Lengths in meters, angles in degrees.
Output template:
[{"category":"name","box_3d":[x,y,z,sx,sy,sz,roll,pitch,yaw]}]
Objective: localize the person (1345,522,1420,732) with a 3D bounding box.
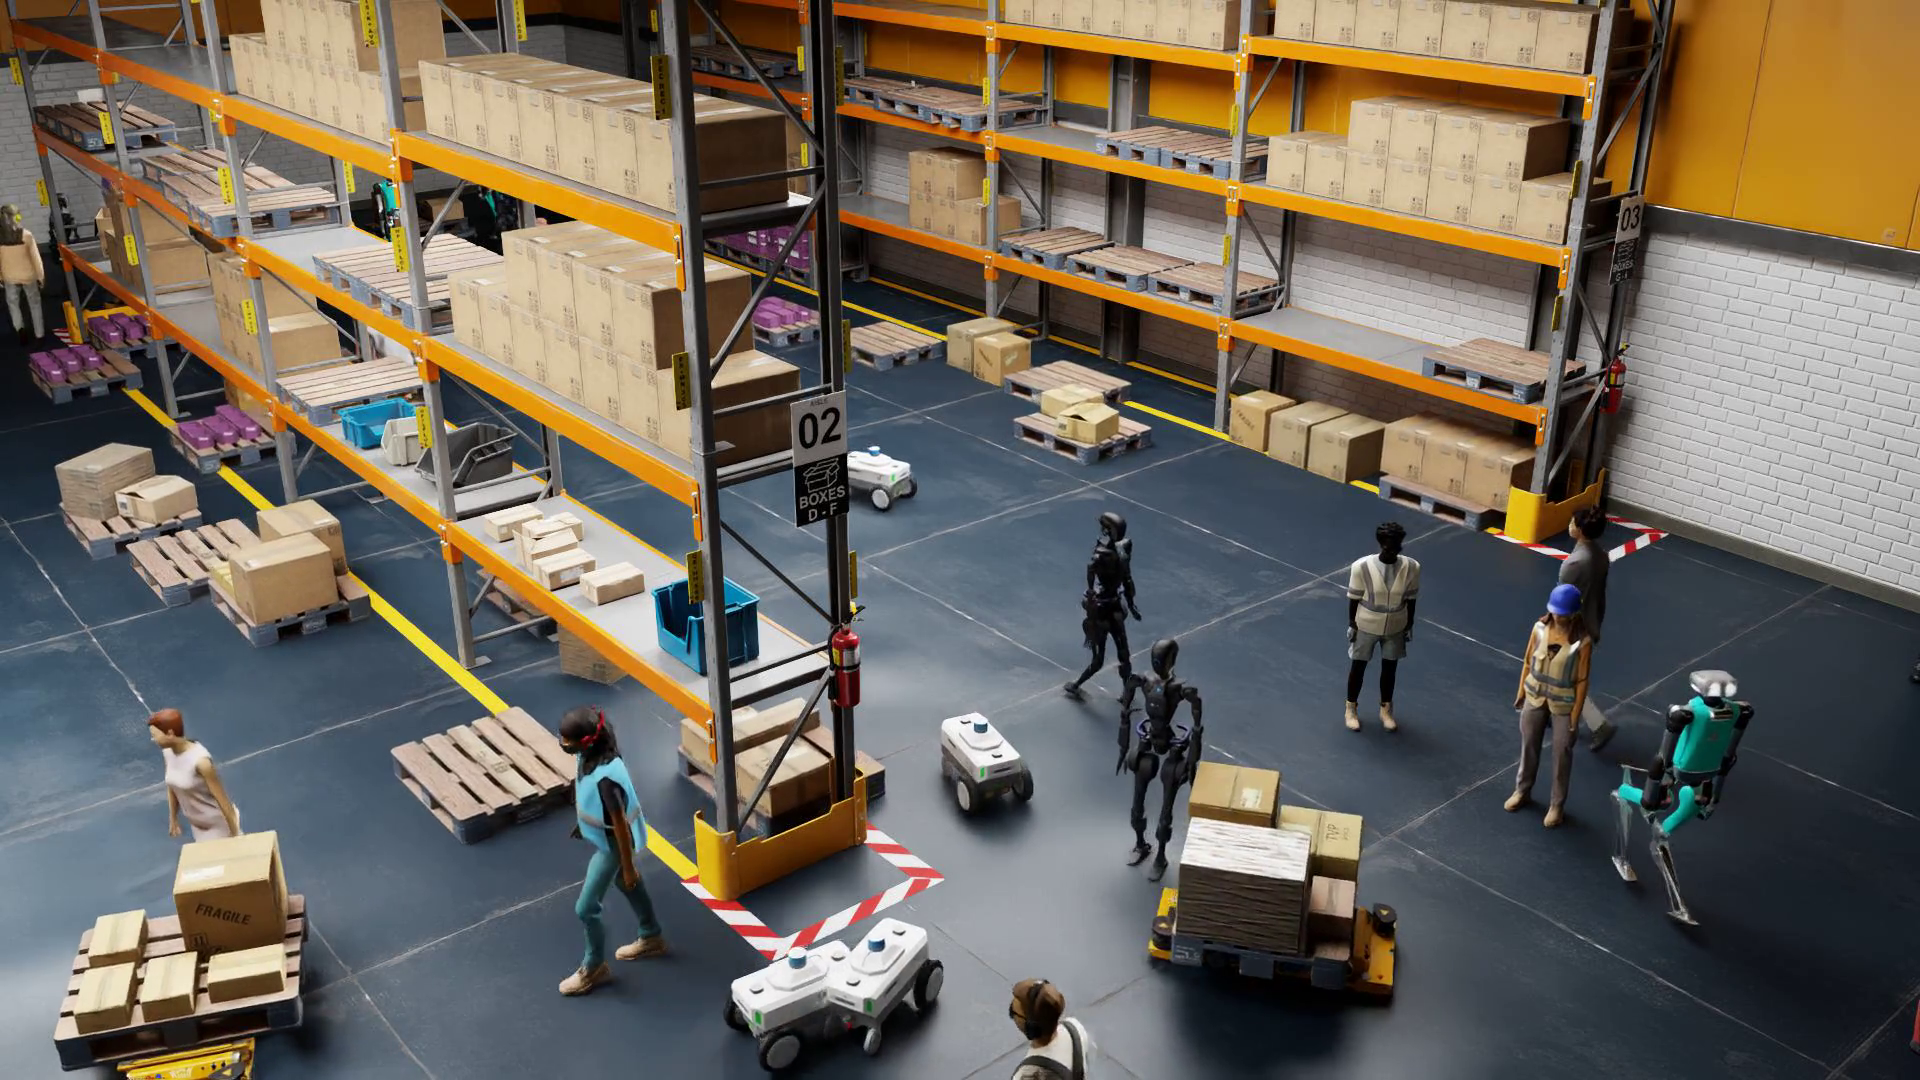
[{"category":"person","box_3d":[3.128,0.639,12.372,0.532,1.692,0.319,-1,23,-1]}]

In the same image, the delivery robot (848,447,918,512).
[{"category":"delivery robot","box_3d":[-0.844,-0.637,16.769,0.803,0.603,0.499,14,27,30]}]

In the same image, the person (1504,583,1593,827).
[{"category":"person","box_3d":[3.976,1.098,11.205,0.466,1.772,0.337,21,31,40]}]

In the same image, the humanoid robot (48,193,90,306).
[{"category":"humanoid robot","box_3d":[-12.435,-4.006,23.161,0.609,1.631,0.556,11,26,23]}]

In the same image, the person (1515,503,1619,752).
[{"category":"person","box_3d":[4.536,0.634,12.163,0.517,1.866,0.796,-20,30,-38]}]

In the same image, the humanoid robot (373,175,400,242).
[{"category":"humanoid robot","box_3d":[-8.060,-4.467,23.972,0.533,1.673,0.735,-12,26,-25]}]

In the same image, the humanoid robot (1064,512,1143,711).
[{"category":"humanoid robot","box_3d":[1.119,0.525,12.688,0.624,1.636,0.600,19,30,36]}]

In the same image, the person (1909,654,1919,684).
[{"category":"person","box_3d":[7.812,0.262,12.954,0.546,1.926,0.388,14,27,29]}]

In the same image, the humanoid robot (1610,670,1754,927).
[{"category":"humanoid robot","box_3d":[4.387,1.502,10.332,0.540,1.742,1.003,-4,24,-10]}]

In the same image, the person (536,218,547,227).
[{"category":"person","box_3d":[-5.133,-3.045,20.626,0.413,1.912,0.640,8,24,17]}]

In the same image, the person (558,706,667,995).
[{"category":"person","box_3d":[-2.089,1.766,9.576,0.813,1.831,0.681,-11,26,-23]}]

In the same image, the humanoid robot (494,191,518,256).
[{"category":"humanoid robot","box_3d":[-6.976,-5.008,25.477,0.489,1.645,0.615,7,24,16]}]

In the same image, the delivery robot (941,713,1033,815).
[{"category":"delivery robot","box_3d":[0.156,1.552,11.714,0.499,0.614,0.808,-10,25,-23]}]

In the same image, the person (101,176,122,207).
[{"category":"person","box_3d":[-12.801,-5.106,25.394,0.684,1.908,0.556,-16,28,-33]}]

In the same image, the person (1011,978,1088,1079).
[{"category":"person","box_3d":[0.267,2.695,7.456,0.828,1.814,0.550,13,27,28]}]

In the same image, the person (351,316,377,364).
[{"category":"person","box_3d":[-7.202,-2.749,20.132,0.503,1.759,0.329,15,28,31]}]

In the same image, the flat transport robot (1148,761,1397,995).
[{"category":"flat transport robot","box_3d":[1.905,2.389,10.112,1.431,0.231,0.659,6,24,14]}]

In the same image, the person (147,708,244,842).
[{"category":"person","box_3d":[-4.521,1.731,9.906,0.484,1.622,0.625,17,29,34]}]

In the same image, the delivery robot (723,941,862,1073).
[{"category":"delivery robot","box_3d":[-0.908,2.558,9.345,0.774,0.583,0.499,-15,27,-31]}]

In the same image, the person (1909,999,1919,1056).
[{"category":"person","box_3d":[5.521,2.042,9.025,0.326,1.768,0.524,19,30,36]}]

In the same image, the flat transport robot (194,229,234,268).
[{"category":"flat transport robot","box_3d":[-10.519,-3.888,24.647,1.431,0.231,0.659,-10,25,-22]}]

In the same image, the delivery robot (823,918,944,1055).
[{"category":"delivery robot","box_3d":[-0.458,2.500,9.516,0.499,0.613,0.796,12,26,25]}]

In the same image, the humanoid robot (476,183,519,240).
[{"category":"humanoid robot","box_3d":[-7.426,-5.653,26.893,0.531,1.767,0.957,-20,30,-39]}]

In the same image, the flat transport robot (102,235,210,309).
[{"category":"flat transport robot","box_3d":[-11.253,-3.402,23.522,1.431,0.231,0.659,4,24,10]}]

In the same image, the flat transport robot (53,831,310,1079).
[{"category":"flat transport robot","box_3d":[-4.310,2.708,9.373,0.659,0.231,1.431,-7,24,-16]}]

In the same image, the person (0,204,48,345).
[{"category":"person","box_3d":[-12.196,-3.431,21.577,0.590,1.857,0.622,-7,24,-16]}]

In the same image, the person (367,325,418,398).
[{"category":"person","box_3d":[-6.259,-1.931,18.310,0.567,1.696,0.909,-15,28,-32]}]

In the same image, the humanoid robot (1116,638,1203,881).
[{"category":"humanoid robot","box_3d":[1.284,1.387,10.655,0.590,1.656,0.331,11,26,24]}]
